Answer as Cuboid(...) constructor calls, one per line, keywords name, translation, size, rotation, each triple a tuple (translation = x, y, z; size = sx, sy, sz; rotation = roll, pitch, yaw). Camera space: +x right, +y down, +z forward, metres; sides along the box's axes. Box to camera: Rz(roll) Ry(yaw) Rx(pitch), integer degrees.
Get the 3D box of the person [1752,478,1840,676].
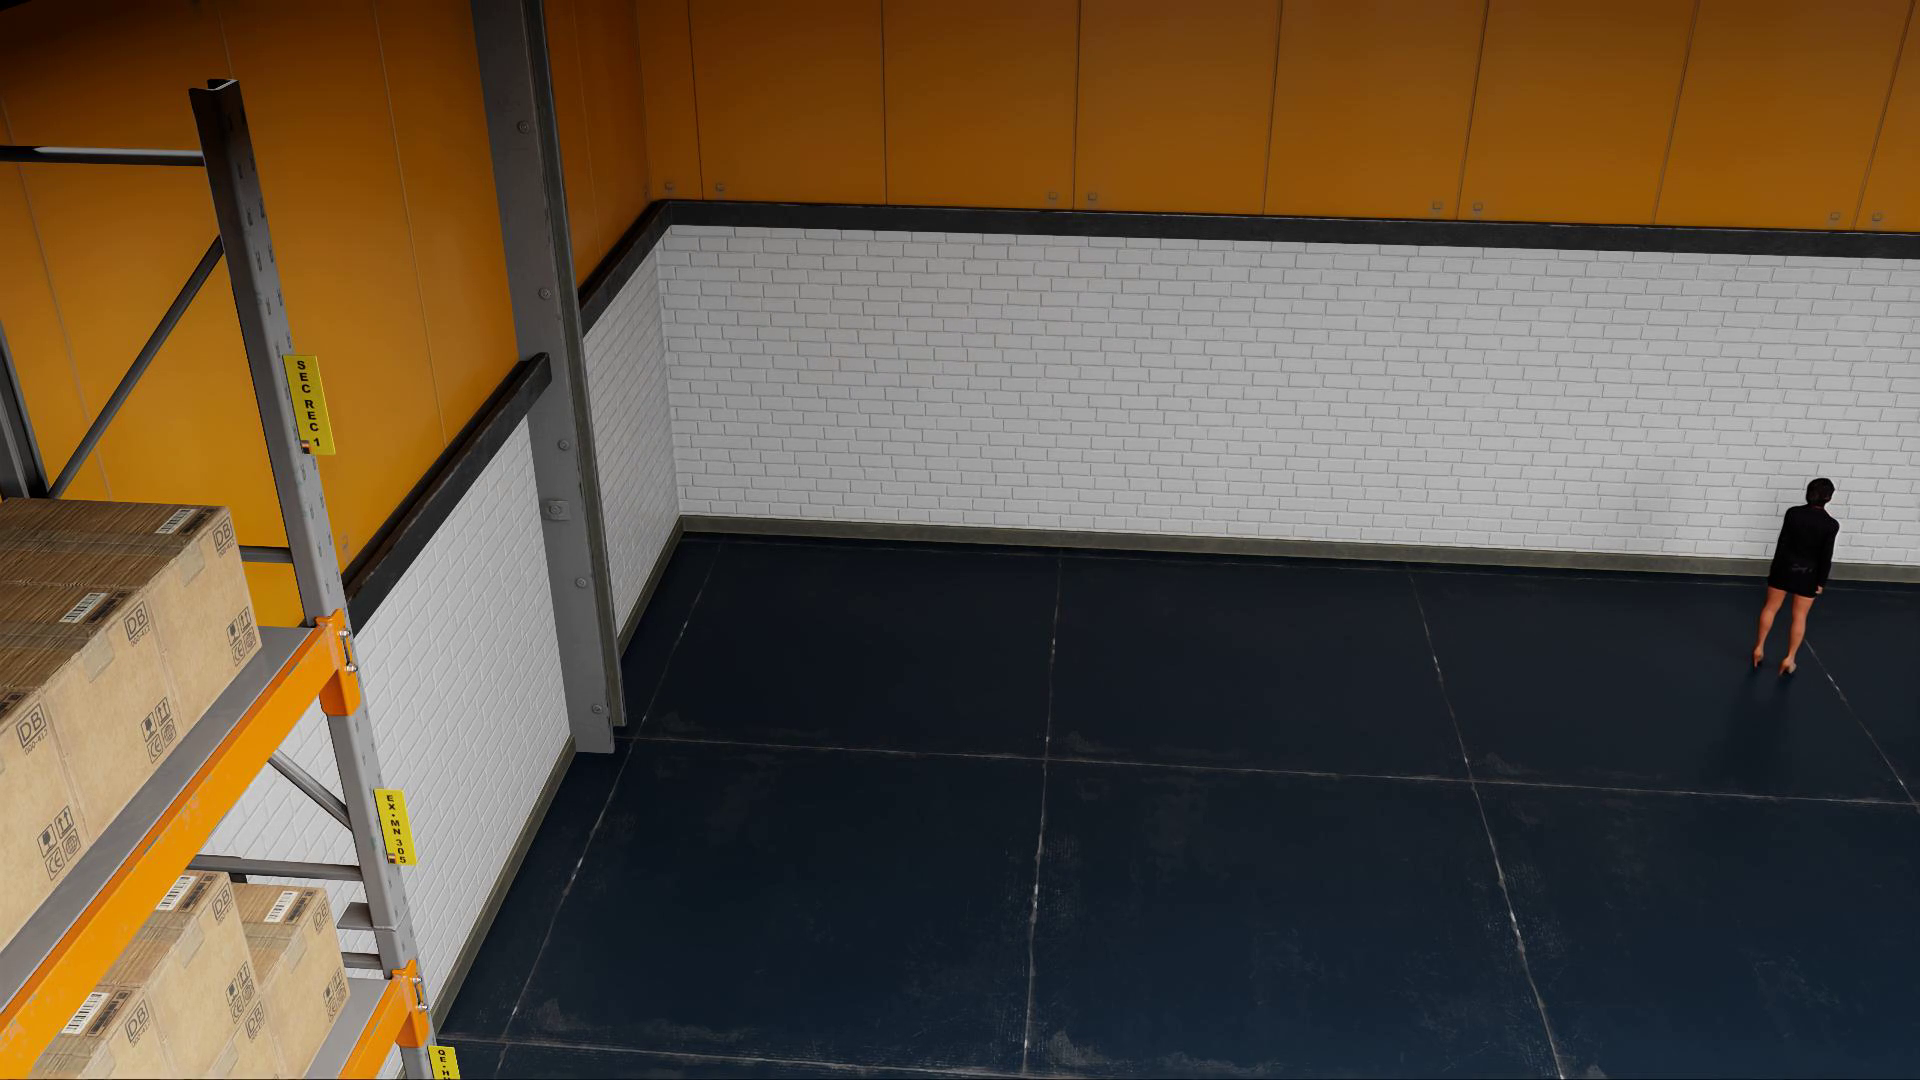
Cuboid(name="person", translation=(6.331, 0.273, 12.591), size=(0.677, 1.637, 0.732), rotation=(19, 34, 31))
